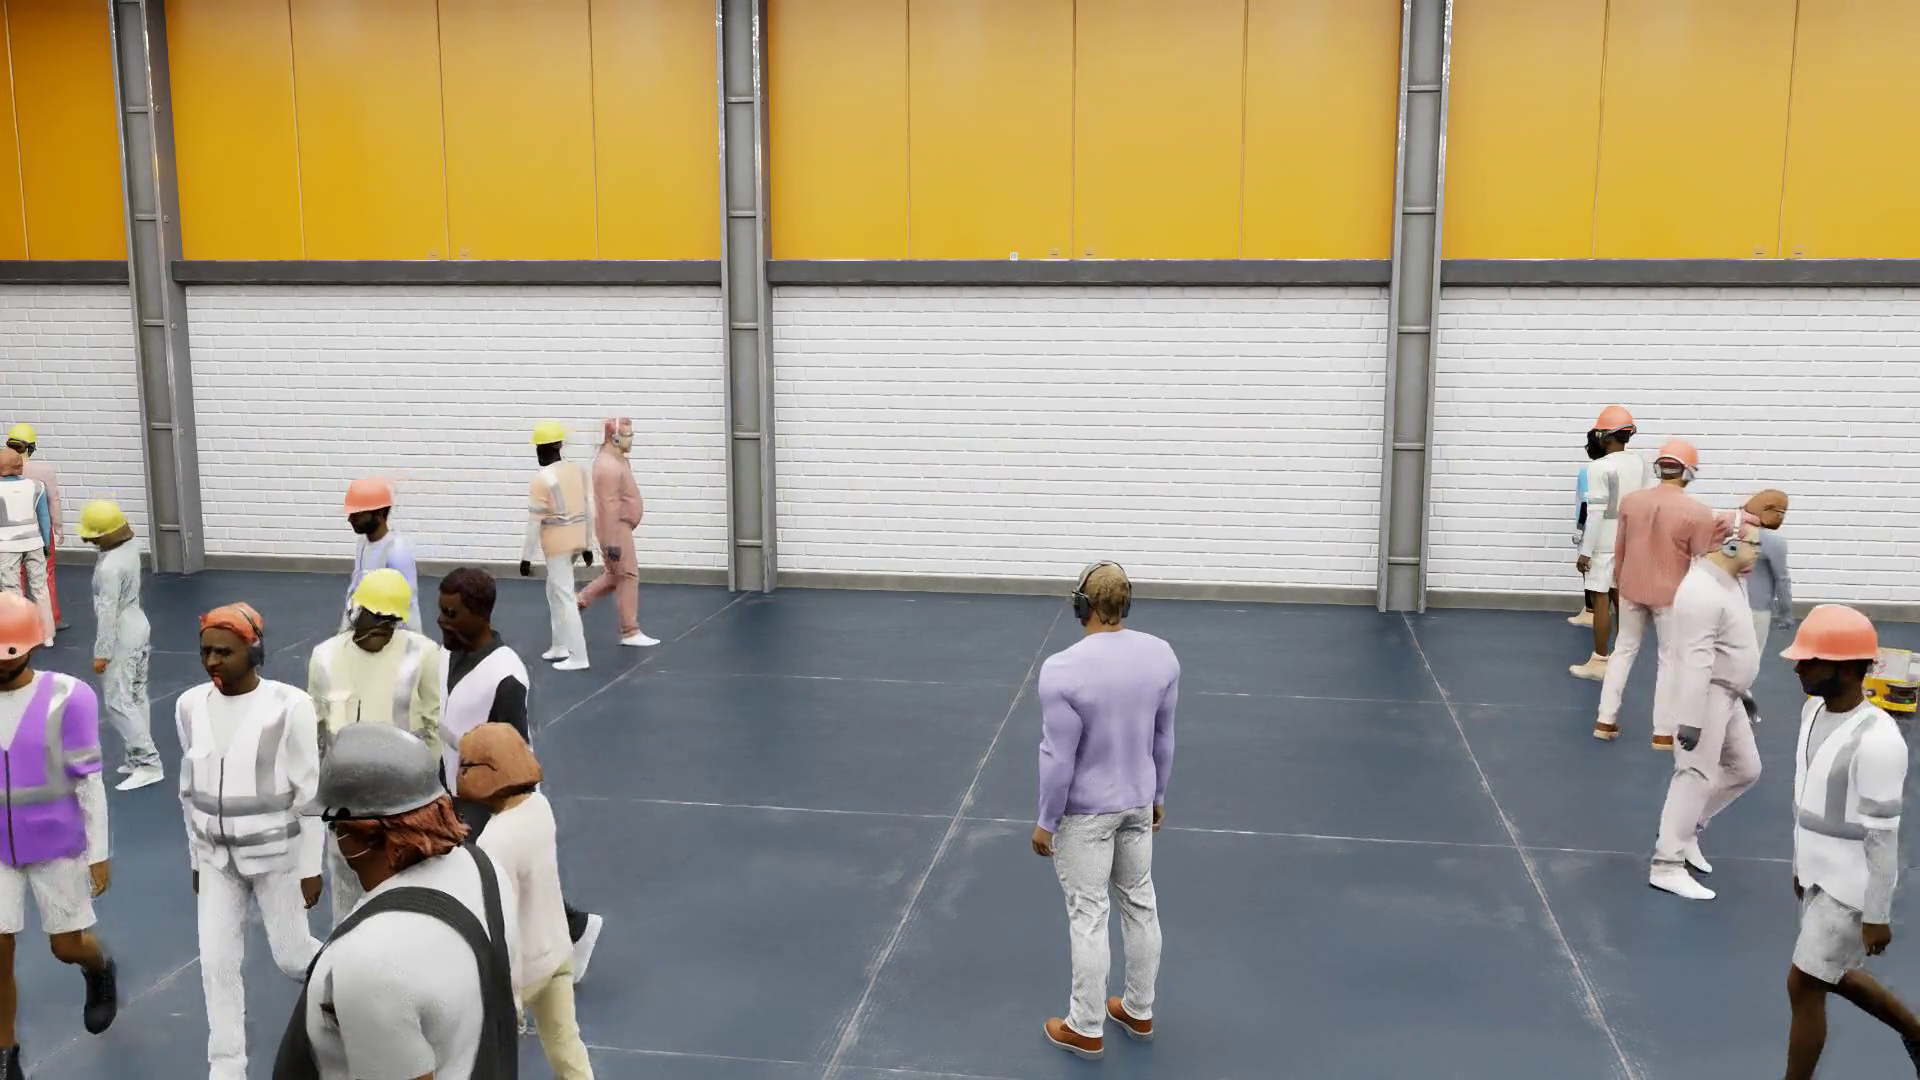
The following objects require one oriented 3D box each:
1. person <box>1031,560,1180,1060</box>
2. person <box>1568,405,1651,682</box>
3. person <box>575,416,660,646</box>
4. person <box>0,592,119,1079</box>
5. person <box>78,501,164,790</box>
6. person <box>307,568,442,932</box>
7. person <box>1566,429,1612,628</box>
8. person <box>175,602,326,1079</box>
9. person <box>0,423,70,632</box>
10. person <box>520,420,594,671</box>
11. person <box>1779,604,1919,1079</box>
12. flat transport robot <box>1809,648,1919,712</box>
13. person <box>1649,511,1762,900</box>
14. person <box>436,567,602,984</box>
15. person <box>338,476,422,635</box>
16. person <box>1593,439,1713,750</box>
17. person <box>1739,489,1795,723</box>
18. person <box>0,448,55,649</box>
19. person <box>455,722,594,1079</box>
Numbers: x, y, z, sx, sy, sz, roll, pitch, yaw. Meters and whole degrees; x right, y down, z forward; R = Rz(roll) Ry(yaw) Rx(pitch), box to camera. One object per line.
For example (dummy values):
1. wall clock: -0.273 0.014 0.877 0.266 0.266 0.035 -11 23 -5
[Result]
1. person: 0.553 1.034 6.431 0.627 1.941 0.370 -6 11 -31
2. person: 4.803 0.024 12.340 0.615 2.042 0.374 -6 11 -32
3. person: -2.835 -0.057 13.346 0.722 1.885 0.638 -2 9 -13
4. person: -3.421 1.095 6.180 0.585 1.908 0.701 -2 9 -9
5. person: -4.910 0.609 9.794 0.370 1.707 0.585 -1 9 -9
6. person: -2.508 1.005 7.047 0.711 1.799 0.403 1 9 6
7. person: 5.420 -0.104 14.196 0.541 1.695 0.316 -7 11 -37
8. person: -2.553 1.130 6.102 0.586 1.862 0.799 2 9 11
9. person: -7.774 -0.090 13.898 0.533 1.768 0.311 -2 9 -11
10. person: -3.104 0.046 12.616 0.697 1.902 0.607 4 10 21
11. person: 3.141 1.161 5.768 0.831 1.913 0.554 1 9 5
12. flat transport robot: 6.552 0.963 12.001 0.652 0.197 1.431 6 11 31
13. person: 3.661 0.792 8.095 0.481 1.883 0.663 6 11 32
14. person: -1.848 1.018 6.675 0.812 1.891 0.593 -6 11 -34
15. person: -3.320 0.580 9.396 0.993 1.883 0.569 -7 11 -35
16. person: 4.423 0.351 10.544 0.520 1.971 0.705 -8 12 -41
17. person: 5.294 0.451 11.068 0.344 1.610 0.521 -2 9 -11
18. person: -7.475 0.088 13.199 0.312 1.636 0.520 7 11 36
19. person: -1.495 1.377 5.353 0.776 1.600 0.502 2 9 11
